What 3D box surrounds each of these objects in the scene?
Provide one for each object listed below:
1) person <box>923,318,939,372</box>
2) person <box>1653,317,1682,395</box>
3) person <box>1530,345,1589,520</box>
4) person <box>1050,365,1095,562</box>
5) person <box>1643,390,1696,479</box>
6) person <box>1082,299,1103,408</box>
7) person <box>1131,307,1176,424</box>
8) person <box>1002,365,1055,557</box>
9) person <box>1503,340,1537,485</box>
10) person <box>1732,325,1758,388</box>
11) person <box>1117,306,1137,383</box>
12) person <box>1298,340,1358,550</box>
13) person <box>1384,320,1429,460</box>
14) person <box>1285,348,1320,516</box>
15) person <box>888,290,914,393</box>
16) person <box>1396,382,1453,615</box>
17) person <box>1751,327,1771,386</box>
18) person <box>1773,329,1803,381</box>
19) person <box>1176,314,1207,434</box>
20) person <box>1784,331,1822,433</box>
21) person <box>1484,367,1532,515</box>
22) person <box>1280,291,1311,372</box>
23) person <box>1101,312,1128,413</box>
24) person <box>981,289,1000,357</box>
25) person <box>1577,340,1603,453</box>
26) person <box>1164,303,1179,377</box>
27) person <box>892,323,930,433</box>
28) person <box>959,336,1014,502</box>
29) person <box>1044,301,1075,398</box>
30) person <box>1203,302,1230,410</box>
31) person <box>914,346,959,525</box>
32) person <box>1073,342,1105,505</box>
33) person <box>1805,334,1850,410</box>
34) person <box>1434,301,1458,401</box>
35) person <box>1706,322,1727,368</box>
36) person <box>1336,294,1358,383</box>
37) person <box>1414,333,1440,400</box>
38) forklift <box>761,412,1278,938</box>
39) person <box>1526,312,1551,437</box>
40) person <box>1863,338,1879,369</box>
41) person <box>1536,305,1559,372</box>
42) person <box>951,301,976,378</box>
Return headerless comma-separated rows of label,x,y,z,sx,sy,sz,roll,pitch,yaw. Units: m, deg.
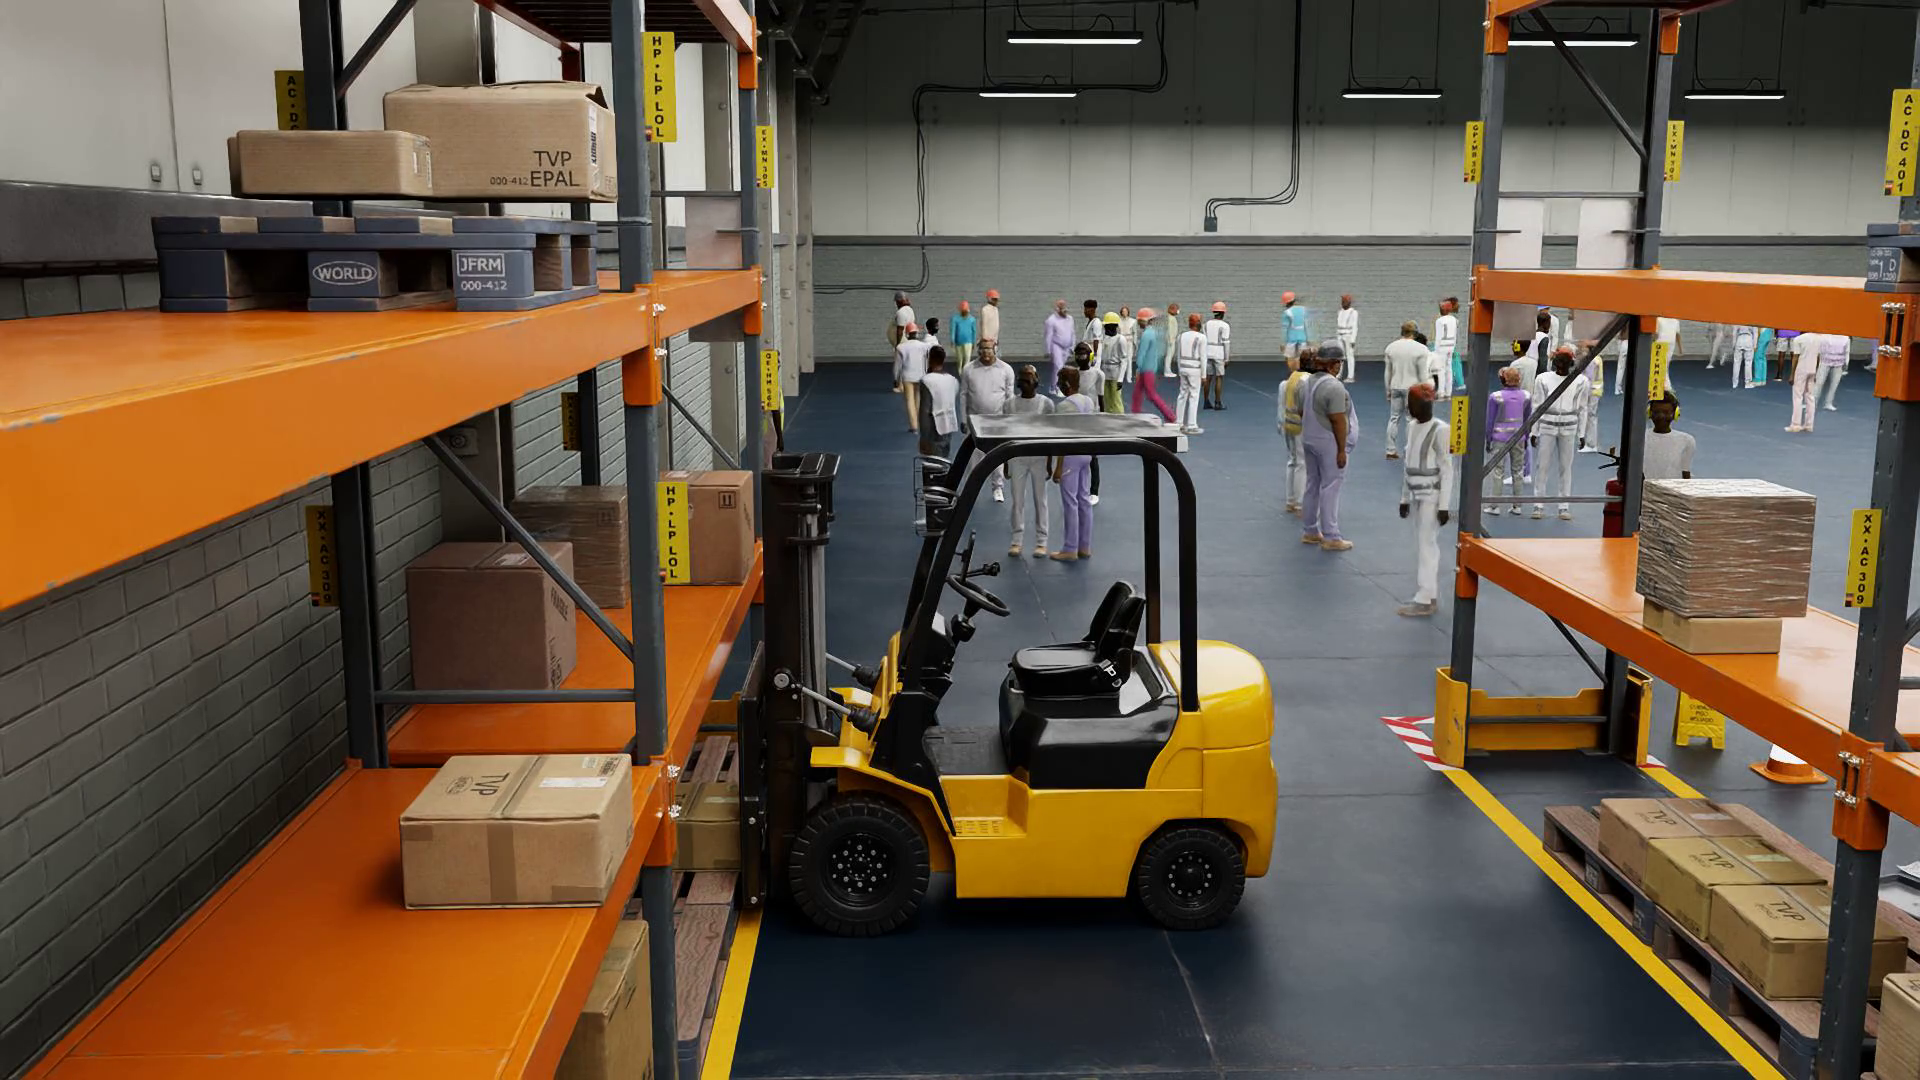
person,-0.511,-2.988,28.694,0.321,1.689,0.532,2,10,10
person,13.869,-3.737,32.563,0.522,1.798,0.874,-2,10,-12
person,6.449,-1.157,17.935,0.573,1.886,0.354,3,11,15
person,1.053,-0.714,15.602,0.347,1.840,0.505,8,13,39
person,5.307,-0.213,12.718,0.512,1.873,0.328,5,11,28
person,2.382,-3.357,30.008,0.369,1.959,0.597,-2,10,-9
person,3.006,-2.698,26.331,0.950,1.962,0.619,2,10,13
person,0.646,-0.745,15.796,0.501,1.839,0.342,2,10,11
person,6.894,-1.608,20.498,0.534,1.868,0.309,-9,13,-40
person,16.119,-3.996,34.146,0.483,1.745,0.300,9,14,42
person,3.496,-4.155,35.334,0.523,1.636,0.310,1,10,4
person,3.623,-0.936,16.272,0.538,2.000,0.684,-4,11,-19
person,6.079,-2.030,22.691,0.631,1.931,0.366,9,14,43
person,3.781,-1.176,18.189,0.429,1.837,0.638,-1,10,-5
person,-1.166,-3.954,33.088,0.539,2.000,0.683,2,10,13
person,3.730,-0.334,13.389,0.398,1.883,0.599,-2,10,-10
person,16.636,-4.107,34.526,0.521,1.833,0.339,-9,14,-41
person,17.790,-4.388,35.710,0.602,1.967,0.366,3,11,15
person,3.633,-2.602,26.050,0.369,1.873,0.592,-8,13,-37
person,13.247,-2.593,26.090,0.501,1.839,0.341,-3,11,-19
person,5.995,-1.077,18.210,0.514,1.634,0.313,-1,10,-7
person,6.816,-4.028,33.671,0.795,1.996,0.438,-6,12,-30
person,2.299,-2.480,25.190,0.370,1.929,0.585,-5,11,-27
person,0.652,-4.261,34.923,0.396,1.992,0.623,6,12,29
person,8.972,-2.052,23.640,0.315,1.633,0.526,5,11,27
person,4.708,-4.434,36.925,0.280,1.627,0.499,2,10,13
person,-0.791,-2.562,26.237,0.573,1.713,0.834,-4,11,-21
person,0.304,-1.389,19.166,0.639,1.911,0.406,1,10,5
person,1.881,-3.686,32.113,0.663,1.869,0.705,-9,13,-41
person,4.572,-3.268,29.599,0.539,1.929,0.391,9,14,42
person,-0.254,-1.101,17.668,0.389,1.882,0.760,7,12,33
person,1.411,-1.328,18.971,0.507,1.863,0.327,6,12,29
person,15.459,-3.105,29.579,0.650,1.607,0.317,1,10,8
person,9.101,-3.550,31.277,0.581,1.882,0.351,-8,13,-38
person,18.027,-4.934,39.509,0.777,1.699,0.504,-6,12,-32
person,8.191,-4.278,35.358,0.398,1.882,0.592,-6,12,-30
person,6.608,-2.145,24.024,0.558,1.662,0.723,7,12,32
forklift,0.291,0.548,7.580,2.313,2.155,1.214,0,10,-2
person,8.879,-2.544,25.604,0.397,1.911,0.588,0,10,-2
person,21.489,-4.915,39.027,0.342,1.839,0.501,6,12,31
person,10.928,-3.567,31.216,0.397,1.939,0.602,-6,12,-30
person,0.076,-4.331,36.089,0.562,1.719,0.832,0,10,0
